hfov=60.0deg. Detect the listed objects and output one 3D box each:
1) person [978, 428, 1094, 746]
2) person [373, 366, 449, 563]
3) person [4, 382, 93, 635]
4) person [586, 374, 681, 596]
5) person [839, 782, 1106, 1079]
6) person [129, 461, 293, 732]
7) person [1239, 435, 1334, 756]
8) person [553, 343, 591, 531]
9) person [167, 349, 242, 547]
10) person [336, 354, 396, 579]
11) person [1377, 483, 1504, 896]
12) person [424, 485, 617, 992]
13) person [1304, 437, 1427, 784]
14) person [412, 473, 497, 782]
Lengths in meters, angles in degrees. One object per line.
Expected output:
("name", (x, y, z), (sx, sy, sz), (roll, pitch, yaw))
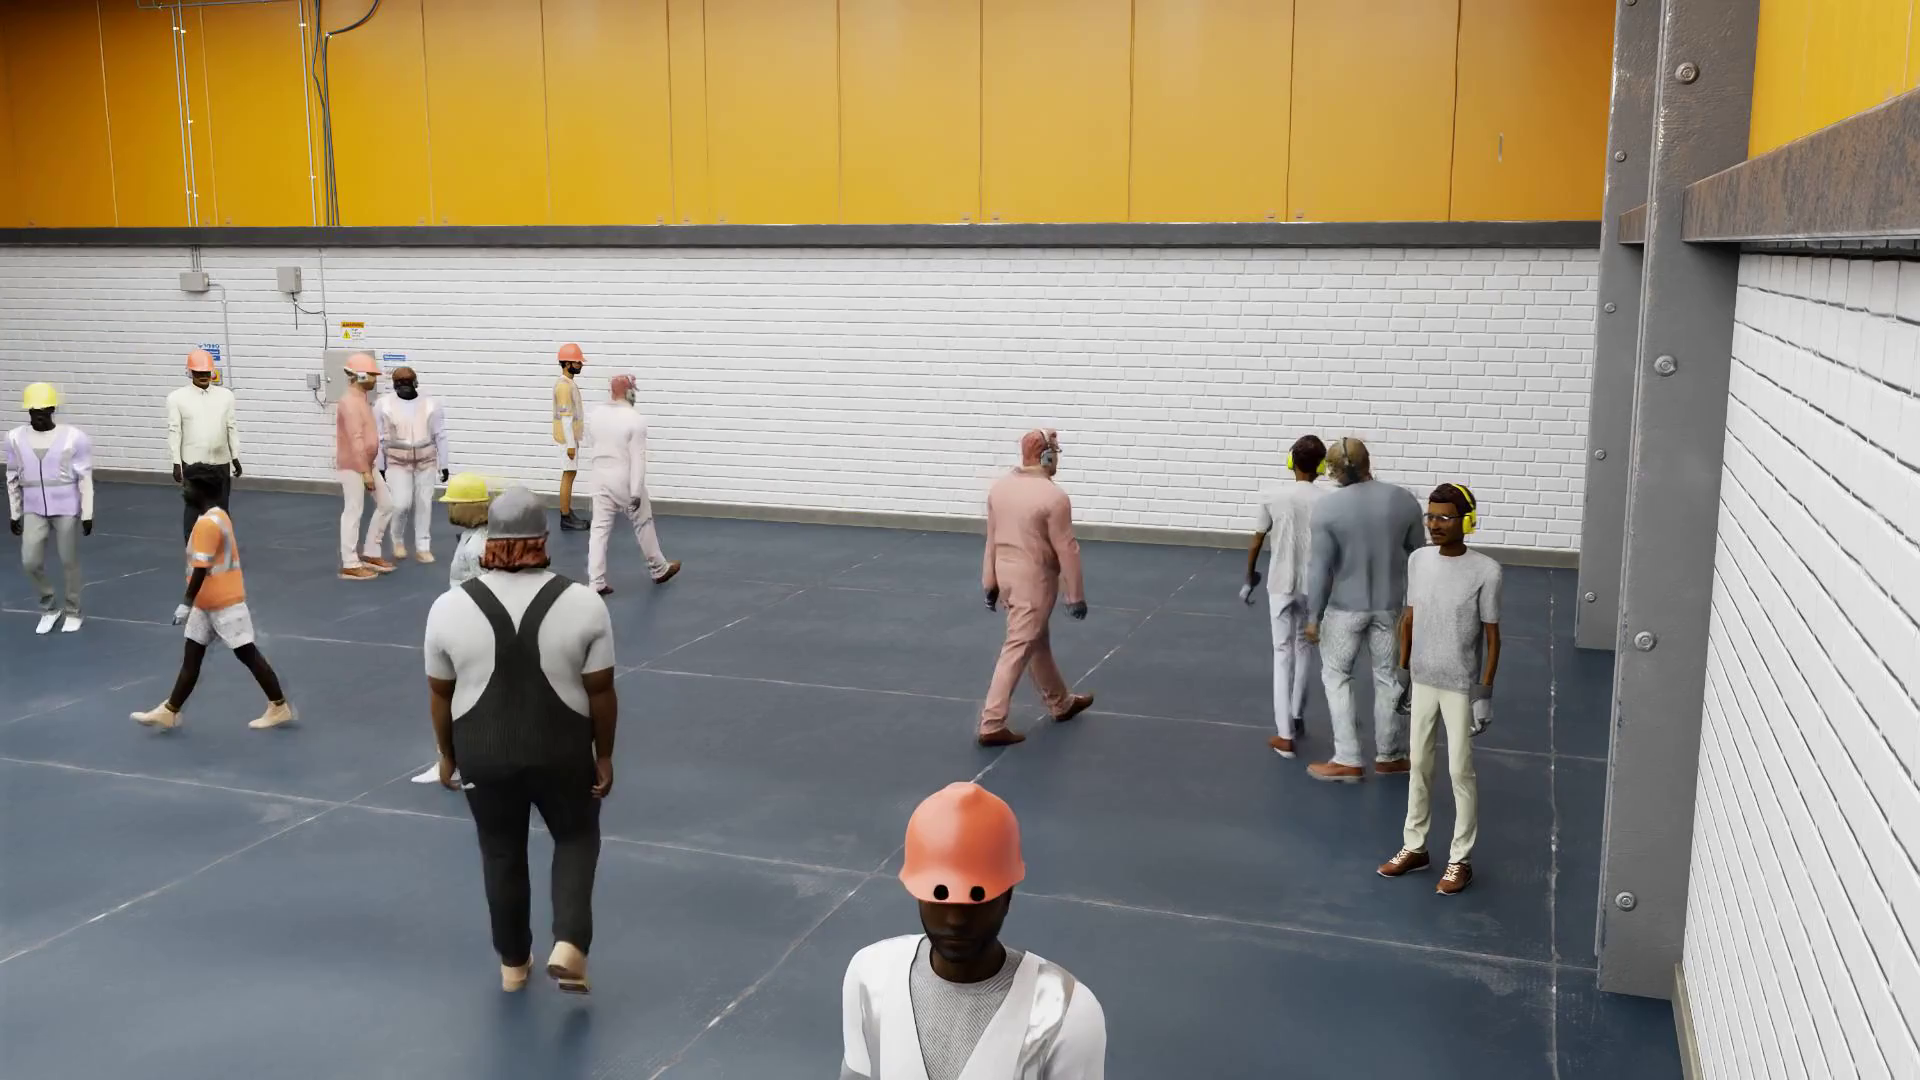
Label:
("person", (0.470, 0.264, 9.870), (0.998, 1.848, 0.664), (-7, 12, -33))
("person", (-5.041, -0.687, 15.318), (0.631, 1.827, 0.432), (-5, 11, -28))
("person", (-6.828, -0.227, 12.471), (0.628, 1.907, 0.527), (-2, 10, -11))
("person", (-2.815, -0.478, 14.066), (0.641, 1.846, 1.022), (5, 11, 27))
("person", (0.001, 1.400, 3.210), (0.550, 1.942, 0.346), (4, 11, 21))
("person", (-4.481, 0.356, 9.907), (0.909, 1.639, 0.543), (-4, 11, -23))
("person", (1.935, 0.297, 9.747), (0.554, 1.828, 0.797), (1, 10, 3))
("person", (-3.984, -1.052, 17.078), (0.376, 1.932, 0.544), (-2, 10, -10))
("person", (-6.831, -0.733, 15.081), (0.623, 1.989, 0.400), (-10, 14, -44))
("person", (-5.207, -0.633, 14.567), (0.566, 1.971, 0.683), (-1, 10, -3))
("person", (2.191, 0.666, 7.553), (0.328, 1.872, 0.514), (-9, 14, -42))
("person", (-1.669, 0.786, 6.391), (0.701, 2.000, 0.623), (-2, 10, -10))
("person", (2.243, 0.393, 9.047), (0.759, 1.902, 0.354), (-1, 10, -4))
("person", (-2.572, 0.472, 9.102), (0.837, 1.719, 0.487), (-2, 10, -9))
